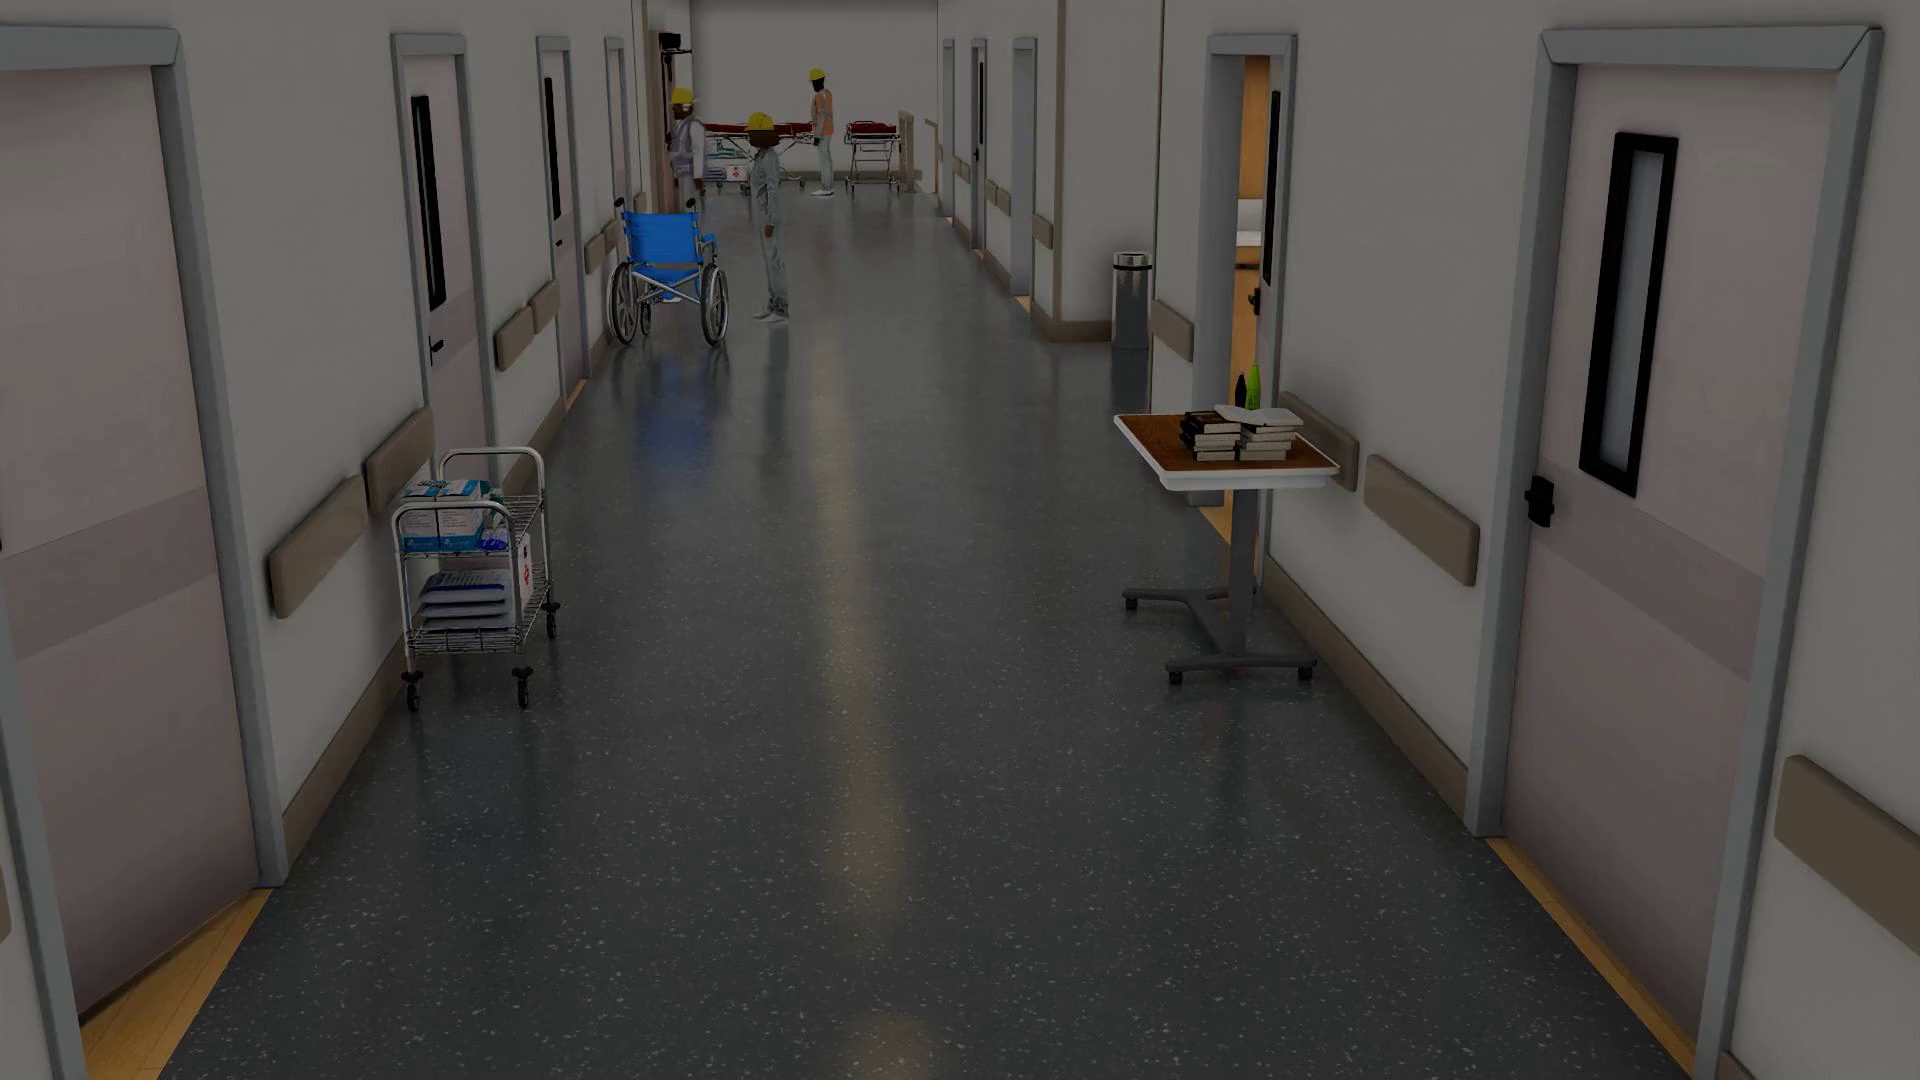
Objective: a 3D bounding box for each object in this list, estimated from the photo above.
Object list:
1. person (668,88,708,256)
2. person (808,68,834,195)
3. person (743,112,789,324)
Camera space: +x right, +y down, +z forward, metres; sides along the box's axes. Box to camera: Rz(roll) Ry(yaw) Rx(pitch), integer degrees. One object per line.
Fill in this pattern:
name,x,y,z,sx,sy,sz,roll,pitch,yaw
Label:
person,-3.017,-4.075,18.452,0.427,1.821,0.625,-8,18,-24
person,-2.148,-6.301,25.722,0.382,1.917,0.585,3,17,9
person,-1.633,-2.684,13.945,0.309,1.739,0.496,-4,17,-12
